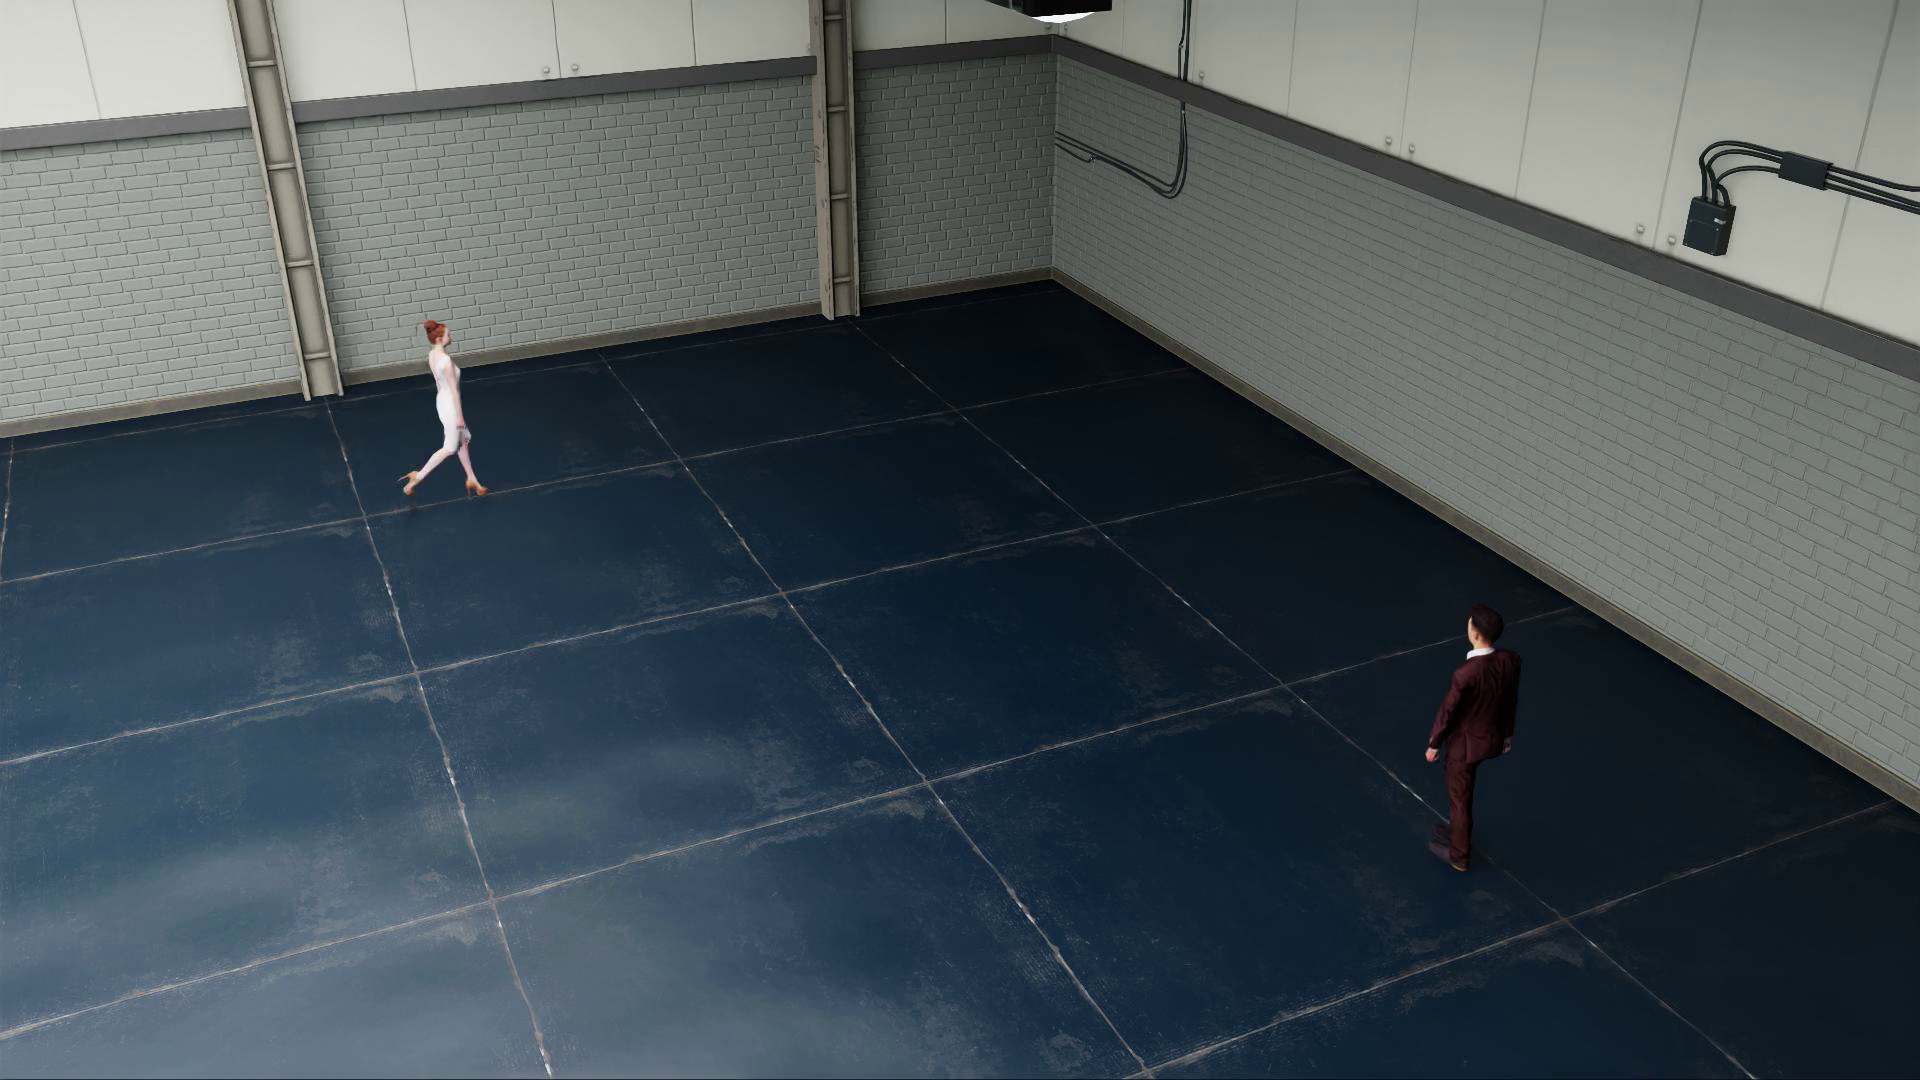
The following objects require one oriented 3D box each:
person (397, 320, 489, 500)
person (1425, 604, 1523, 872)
[{"bbox_3d":[-4.741,-1.125,15.143,1.056,1.777,0.662,-17,32,-29],"label":"person"},{"bbox_3d":[3.254,1.289,10.371,0.634,1.854,0.793,-15,31,-26],"label":"person"}]
